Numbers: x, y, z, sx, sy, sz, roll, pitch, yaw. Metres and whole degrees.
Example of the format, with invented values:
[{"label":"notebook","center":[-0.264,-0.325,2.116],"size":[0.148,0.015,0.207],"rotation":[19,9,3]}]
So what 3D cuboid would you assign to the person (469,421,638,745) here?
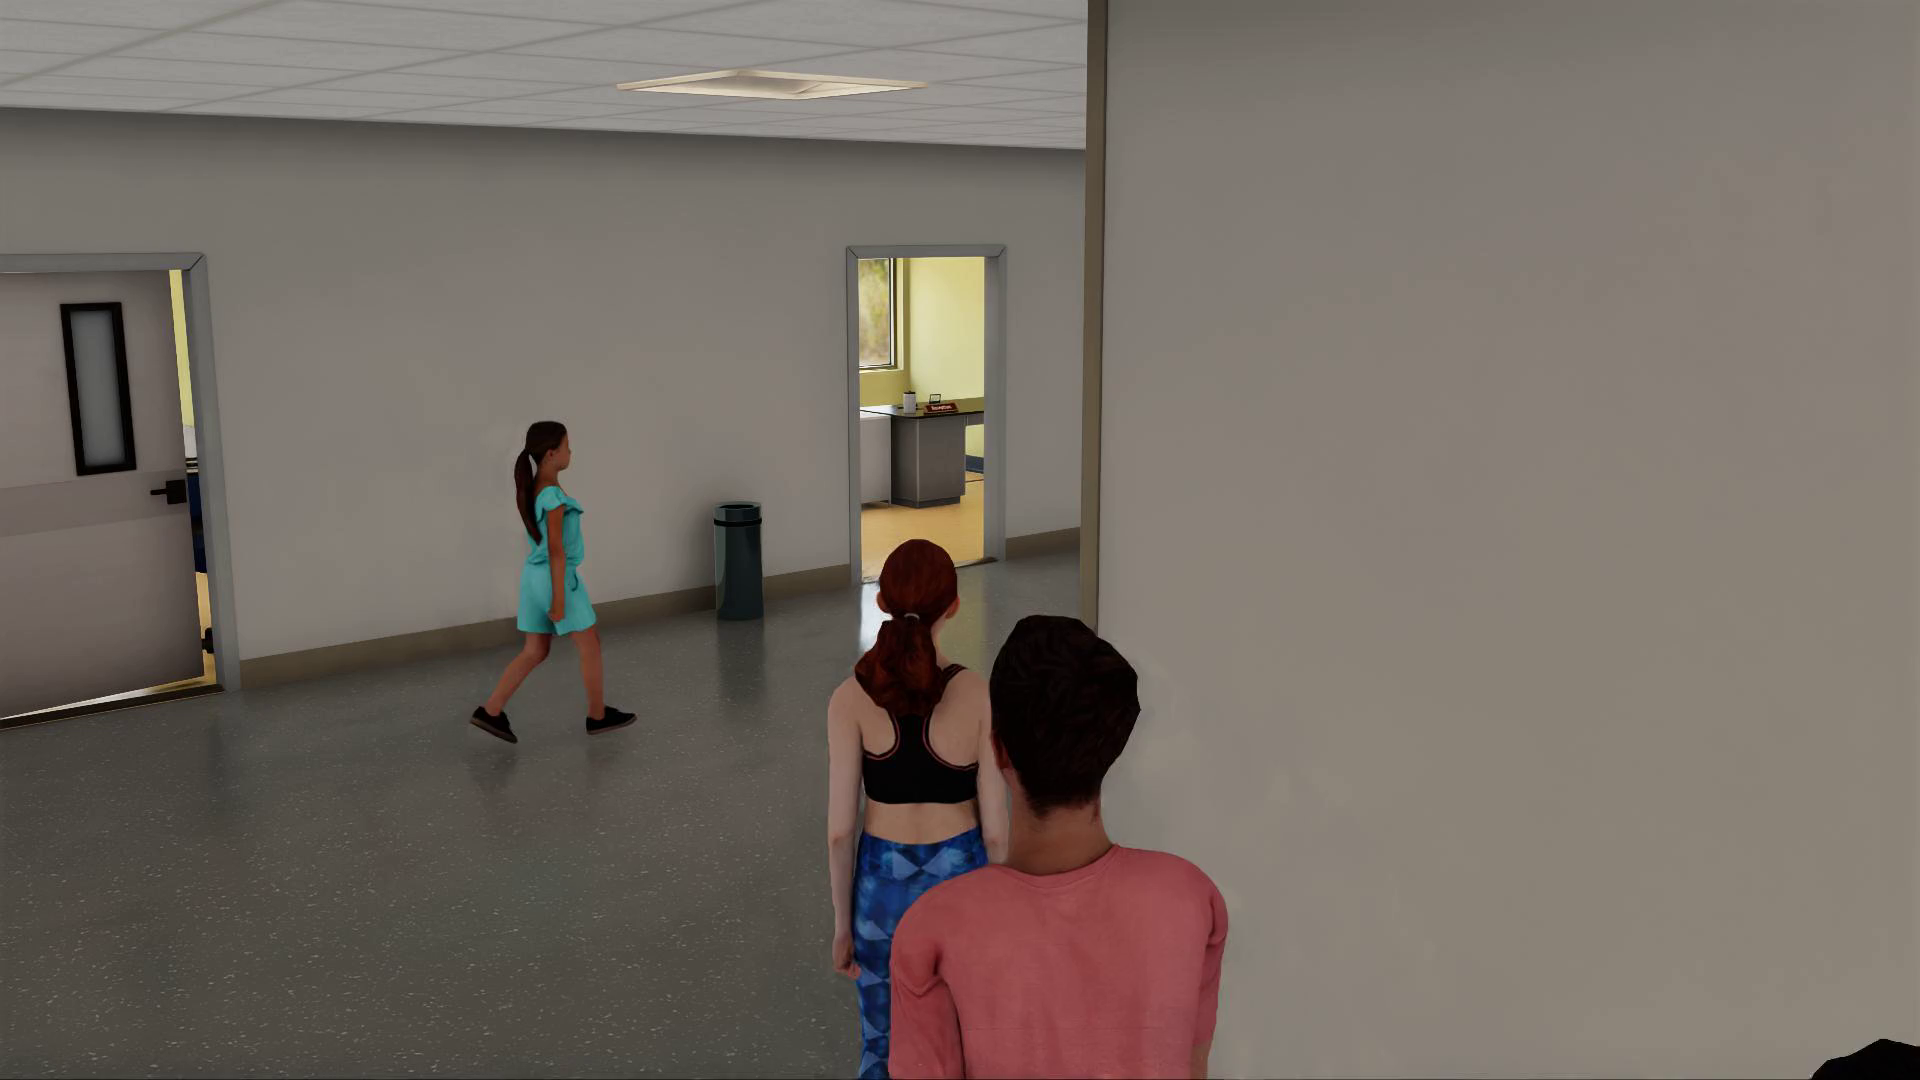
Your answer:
[{"label":"person","center":[-1.988,0.223,7.830],"size":[1.014,1.530,0.548],"rotation":[-9,14,-39]}]

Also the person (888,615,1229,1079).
[{"label":"person","center":[0.176,1.103,2.154],"size":[1.194,1.917,1.058],"rotation":[-2,11,-11]}]

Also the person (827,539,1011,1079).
[{"label":"person","center":[-0.092,0.896,3.633],"size":[0.835,1.774,0.902],"rotation":[1,11,7]}]
